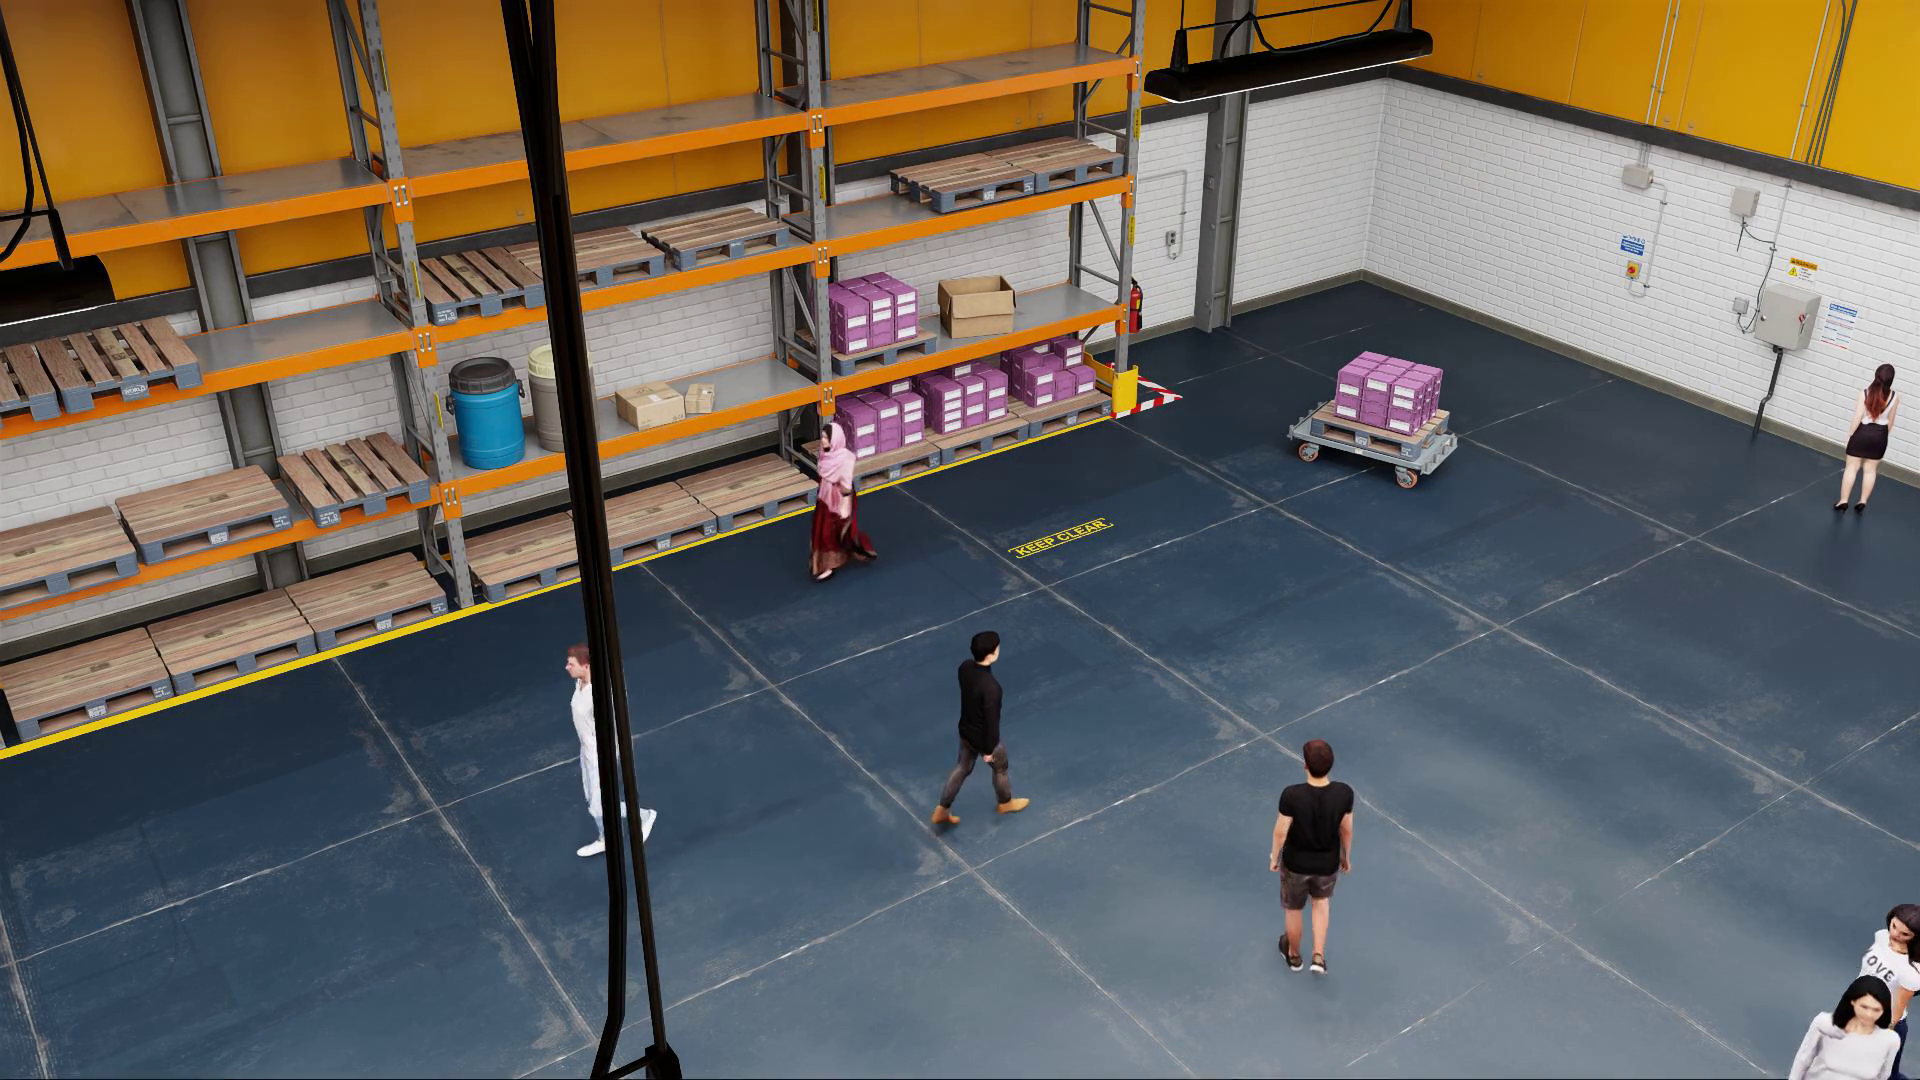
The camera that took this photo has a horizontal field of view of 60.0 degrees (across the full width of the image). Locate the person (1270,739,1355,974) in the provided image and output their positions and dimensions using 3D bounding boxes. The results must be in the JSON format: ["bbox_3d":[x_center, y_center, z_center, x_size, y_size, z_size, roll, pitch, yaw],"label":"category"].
[{"bbox_3d":[2.333,2.161,10.957,0.922,1.854,0.968,-1,29,-2],"label":"person"}]

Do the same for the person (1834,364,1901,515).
[{"bbox_3d":[9.293,-1.032,17.026,0.635,1.648,0.691,6,29,10],"label":"person"}]

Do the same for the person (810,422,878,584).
[{"bbox_3d":[-1.123,-0.375,15.854,0.783,1.617,1.004,23,36,36],"label":"person"}]

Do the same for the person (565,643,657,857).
[{"bbox_3d":[-2.549,1.540,12.115,0.836,1.835,0.693,-16,32,-26],"label":"person"}]

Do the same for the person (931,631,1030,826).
[{"bbox_3d":[0.085,1.436,12.443,1.038,1.704,0.643,-18,34,-30],"label":"person"}]

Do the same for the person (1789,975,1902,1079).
[{"bbox_3d":[4.971,3.102,9.445,0.967,1.651,1.193,14,32,24],"label":"person"}]

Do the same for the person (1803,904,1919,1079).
[{"bbox_3d":[5.505,2.887,9.827,1.215,1.661,0.964,-3,29,-5],"label":"person"}]
